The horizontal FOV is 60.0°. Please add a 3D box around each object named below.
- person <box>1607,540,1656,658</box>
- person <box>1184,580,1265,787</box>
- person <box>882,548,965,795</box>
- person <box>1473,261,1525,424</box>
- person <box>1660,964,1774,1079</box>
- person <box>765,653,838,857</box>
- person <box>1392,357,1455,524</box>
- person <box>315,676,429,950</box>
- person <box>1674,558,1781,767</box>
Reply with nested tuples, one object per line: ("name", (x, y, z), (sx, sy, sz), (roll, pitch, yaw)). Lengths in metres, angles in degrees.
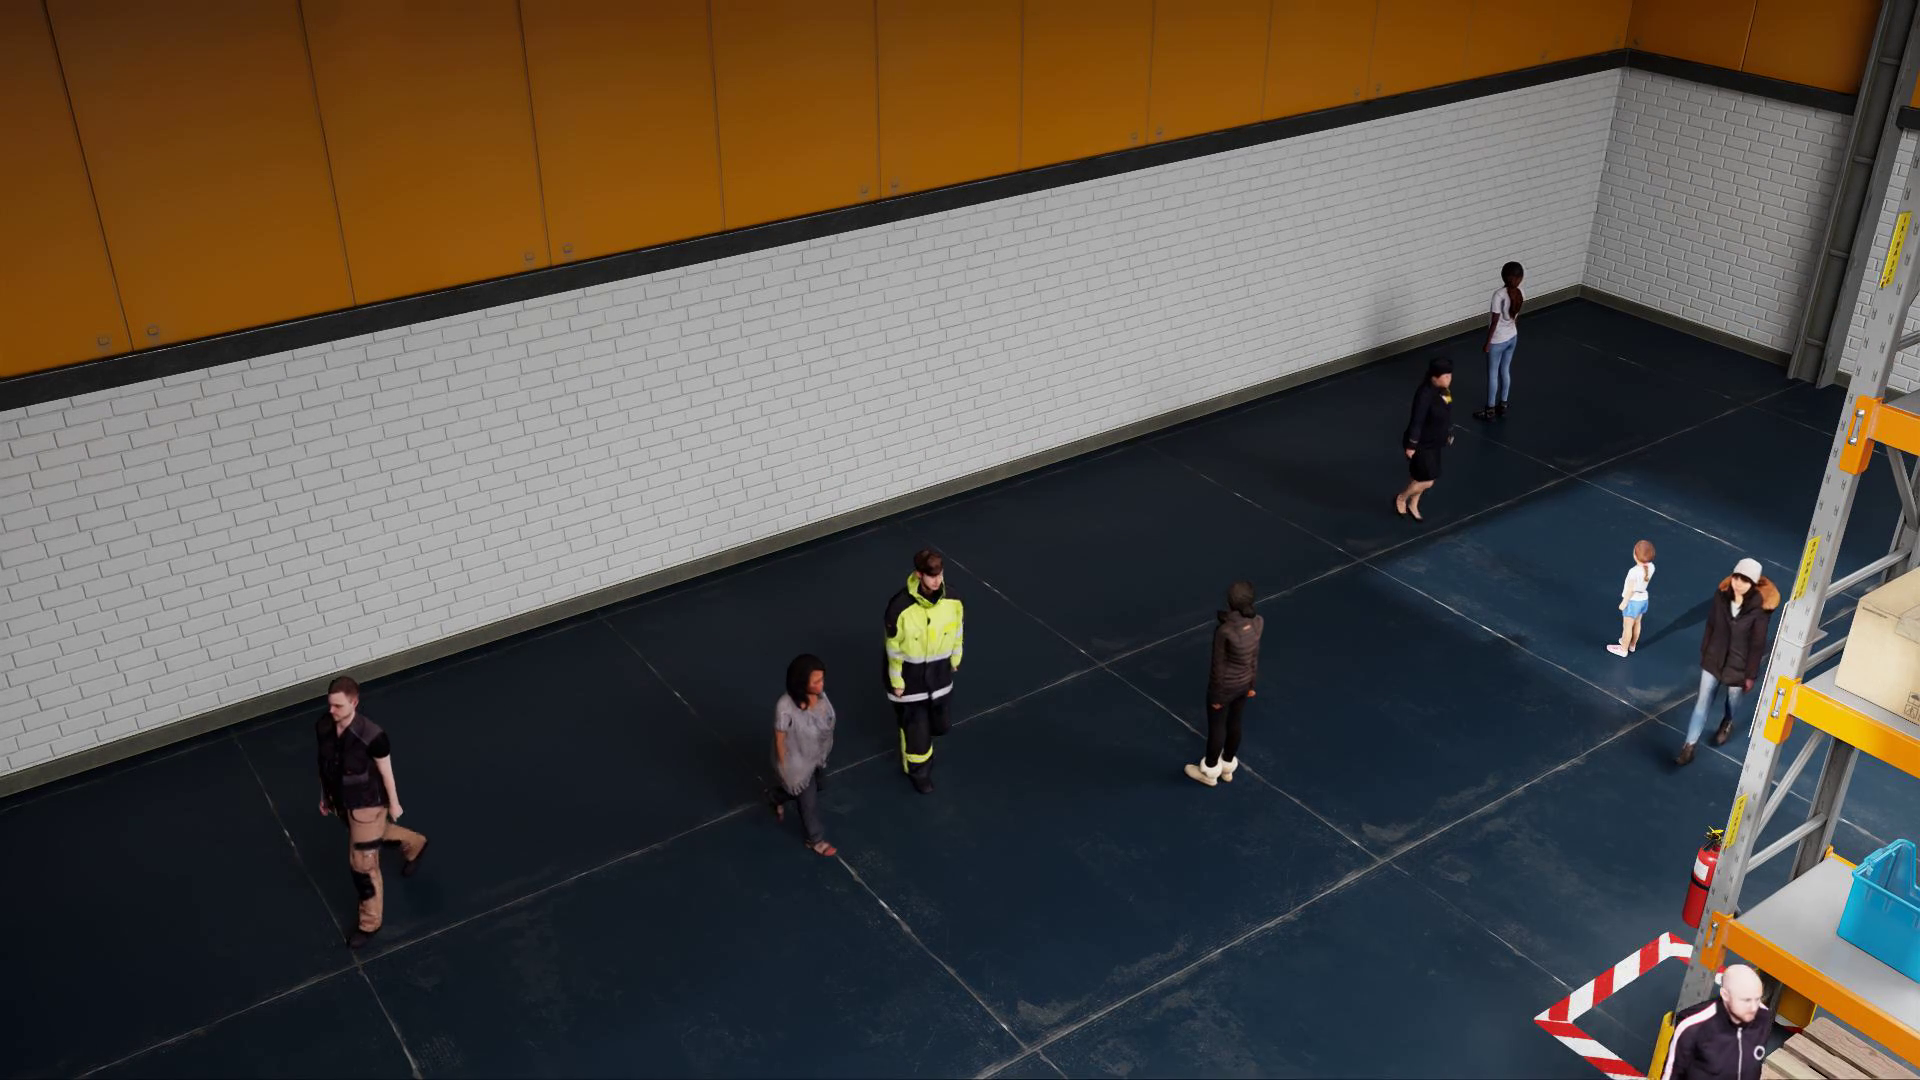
("person", (5.429, 0.464, 13.362), (0.417, 1.019, 0.417), (-17, 33, -29))
("person", (1.905, 1.022, 11.664), (0.623, 1.665, 0.556), (-19, 34, -30))
("person", (-0.329, 0.849, 11.686), (0.839, 1.949, 0.961), (-14, 31, -23))
("person", (5.626, -2.067, 17.271), (0.576, 1.719, 0.509), (-17, 33, -29))
("person", (3.650, 2.776, 8.296), (0.958, 1.812, 1.183), (-6, 29, -10))
("person", (-1.107, 1.383, 11.086), (0.994, 1.585, 0.883), (12, 31, 21))
("person", (4.177, -0.912, 15.215), (0.785, 1.660, 0.802), (19, 34, 31))
("person", (-3.702, 1.587, 10.482), (1.203, 1.805, 1.081), (14, 32, 24))
("person", (5.614, 0.856, 12.043), (1.028, 1.595, 0.830), (24, 37, 37))
